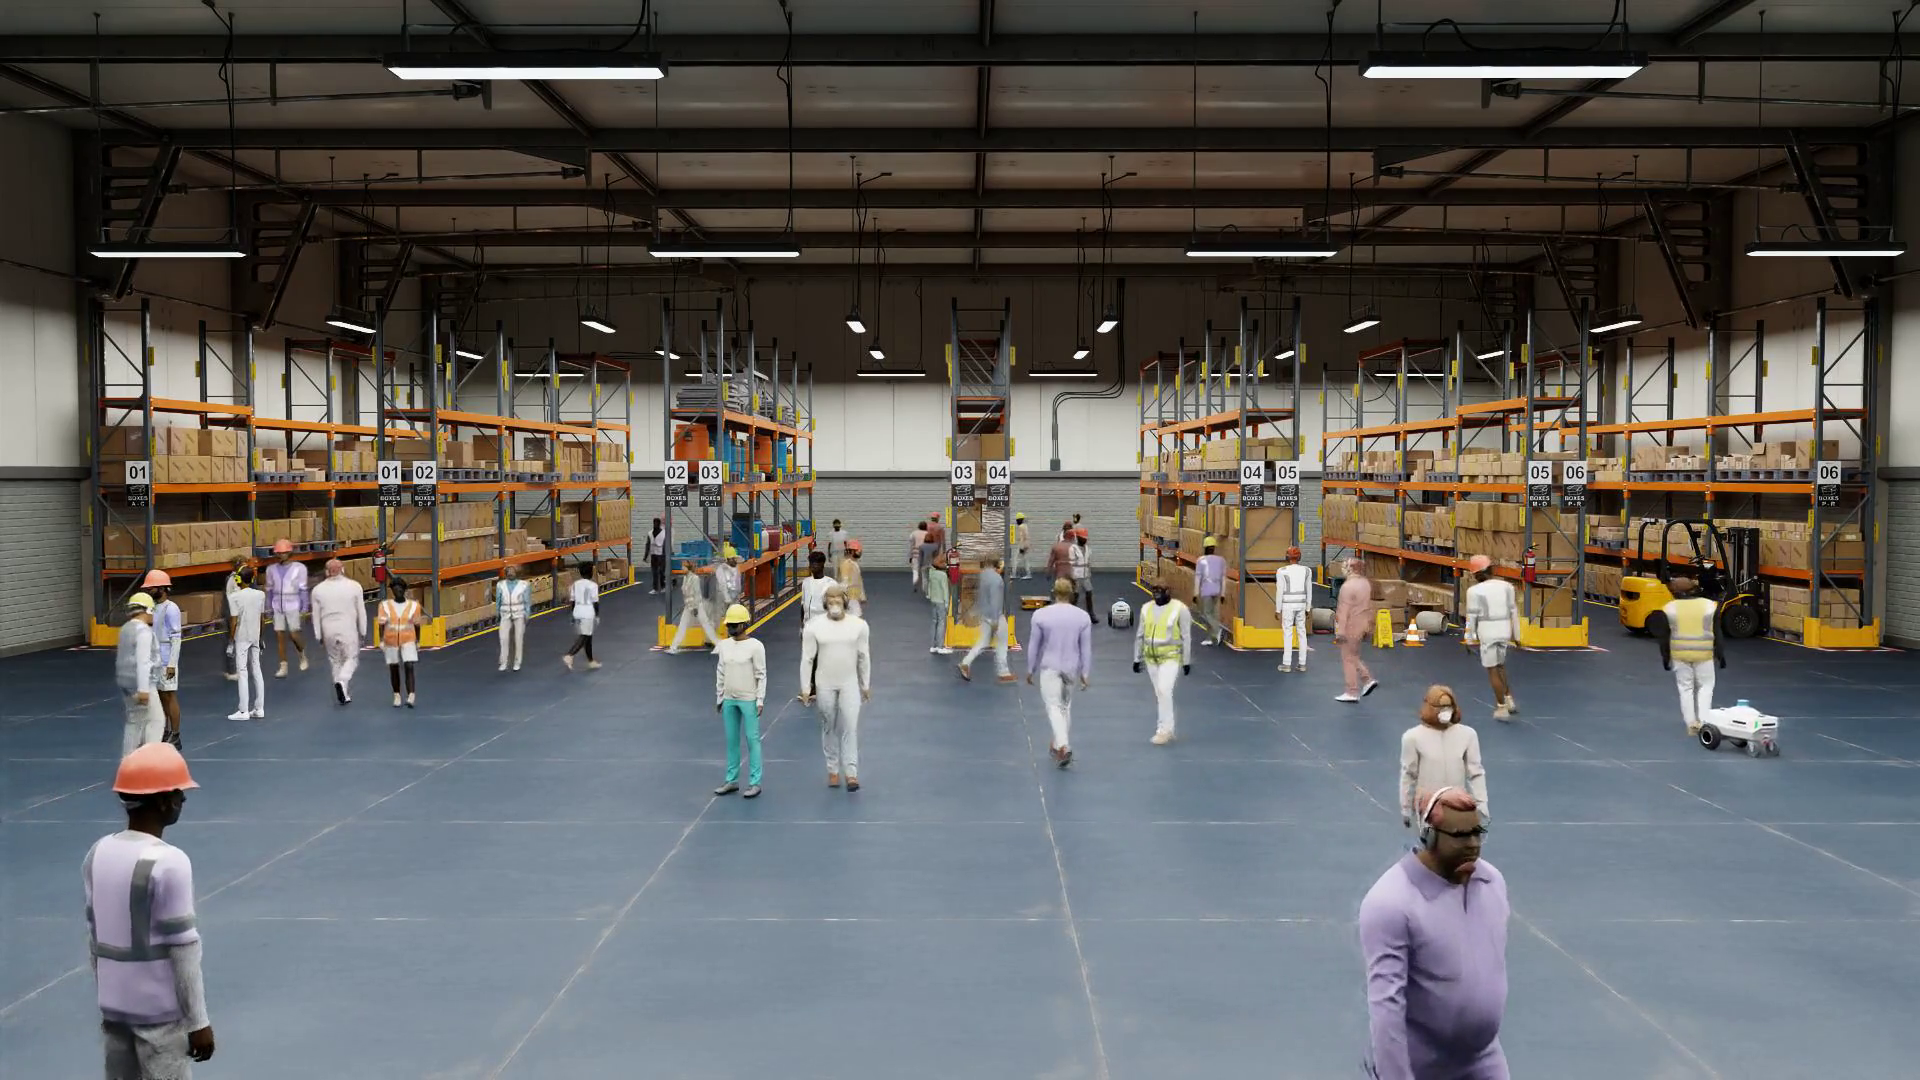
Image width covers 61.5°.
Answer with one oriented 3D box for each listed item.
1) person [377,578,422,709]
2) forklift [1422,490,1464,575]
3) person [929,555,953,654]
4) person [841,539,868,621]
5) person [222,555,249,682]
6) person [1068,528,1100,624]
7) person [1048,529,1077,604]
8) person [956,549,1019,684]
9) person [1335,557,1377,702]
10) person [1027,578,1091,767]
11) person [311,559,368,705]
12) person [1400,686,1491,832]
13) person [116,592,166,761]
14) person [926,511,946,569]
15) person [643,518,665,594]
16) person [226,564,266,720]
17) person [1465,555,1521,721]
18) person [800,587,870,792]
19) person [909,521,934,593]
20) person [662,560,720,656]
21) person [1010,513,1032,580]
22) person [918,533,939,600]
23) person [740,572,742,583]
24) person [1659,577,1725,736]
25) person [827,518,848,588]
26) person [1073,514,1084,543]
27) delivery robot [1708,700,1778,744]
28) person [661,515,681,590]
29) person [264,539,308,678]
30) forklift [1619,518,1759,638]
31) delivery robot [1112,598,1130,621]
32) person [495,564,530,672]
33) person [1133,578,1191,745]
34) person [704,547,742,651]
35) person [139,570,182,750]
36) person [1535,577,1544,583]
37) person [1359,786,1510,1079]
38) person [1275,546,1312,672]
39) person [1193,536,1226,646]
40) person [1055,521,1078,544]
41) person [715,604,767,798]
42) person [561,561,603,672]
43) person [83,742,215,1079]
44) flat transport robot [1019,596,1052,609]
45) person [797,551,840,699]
[{"bbox_3d":[-7.060,1.312,20.331,0.527,1.643,0.866,-1,2,-16],"label":"person"},{"bbox_3d":[13.926,-0.371,47.846,1.873,2.768,1.129,0,2,0],"label":"forklift"},{"bbox_3d":[-0.336,1.061,26.778,0.267,1.630,0.508,-1,3,-33],"label":"person"},{"bbox_3d":[-1.719,0.939,26.244,0.435,1.916,0.546,0,2,8],"label":"person"},{"bbox_3d":[-10.479,1.116,23.364,0.370,1.811,0.718,-1,3,-29],"label":"person"},{"bbox_3d":[2.427,0.732,31.855,0.569,1.915,0.516,-1,3,-32],"label":"person"},{"bbox_3d":[2.163,0.703,33.052,0.677,1.864,0.934,0,2,2],"label":"person"},{"bbox_3d":[0.398,1.081,22.840,0.847,1.913,0.637,-1,2,-19],"label":"person"},{"bbox_3d":[5.106,1.162,21.044,0.443,1.893,0.651,2,3,34],"label":"person"},{"bbox_3d":[1.038,1.337,16.501,0.639,1.911,0.938,-1,2,-14],"label":"person"},{"bbox_3d":[-7.933,1.180,20.628,0.673,1.883,0.621,0,2,-5],"label":"person"},{"bbox_3d":[3.115,1.731,10.420,0.506,1.585,0.849,0,2,-8],"label":"person"},{"bbox_3d":[-8.035,1.415,15.818,0.638,1.796,0.444,2,3,43],"label":"person"},{"bbox_3d":[-0.651,0.209,43.950,0.628,1.971,0.617,1,3,28],"label":"person"},{"bbox_3d":[-7.539,0.390,40.199,0.619,1.907,0.458,1,3,27],"label":"person"},{"bbox_3d":[-8.632,1.231,19.515,0.328,1.873,0.509,1,3,27],"label":"person"},{"bbox_3d":[6.384,1.173,19.398,0.675,1.993,0.526,-1,2,-15],"label":"person"},{"bbox_3d":[-1.154,1.394,15.030,0.663,1.894,0.966,0,2,-7],"label":"person"},{"bbox_3d":[-0.959,0.426,40.327,0.647,1.828,0.570,0,2,8],"label":"person"},{"bbox_3d":[-4.355,1.104,26.437,0.973,1.572,0.528,-2,3,-34],"label":"person"},{"bbox_3d":[1.646,0.176,45.773,0.869,1.890,0.611,1,2,14],"label":"person"},{"bbox_3d":[-0.735,0.620,38.308,0.512,1.596,0.820,0,2,8],"label":"person"},{"bbox_3d":[-5.615,0.367,42.014,0.602,1.809,0.700,0,2,-1],"label":"person"},{"bbox_3d":[8.280,1.319,18.267,0.676,1.811,0.515,1,3,25],"label":"person"},{"bbox_3d":[-3.135,0.371,41.395,0.545,1.852,0.446,0,2,-5],"label":"person"},{"bbox_3d":[3.368,0.150,47.291,0.956,1.818,0.554,1,3,32],"label":"person"},{"bbox_3d":[8.331,1.946,17.190,0.477,0.478,0.707,-1,2,-20],"label":"delivery robot"},{"bbox_3d":[-7.500,0.321,41.384,0.598,1.953,0.662,1,3,32],"label":"person"},{"bbox_3d":[-9.854,0.991,23.625,0.624,2.031,0.500,0,2,3],"label":"person"},{"bbox_3d":[13.417,0.684,29.791,2.313,2.155,1.214,0,2,0],"label":"forklift"},{"bbox_3d":[3.140,1.378,31.503,0.477,0.478,0.707,0,2,5],"label":"delivery robot"},{"bbox_3d":[-6.697,1.171,24.094,0.546,1.606,0.745,0,2,-2],"label":"person"},{"bbox_3d":[2.162,1.327,17.738,0.648,1.812,0.762,2,3,42],"label":"person"},{"bbox_3d":[-3.889,0.991,26.980,0.994,1.776,0.581,1,3,32],"label":"person"},{"bbox_3d":[-8.563,1.287,17.275,0.552,1.935,0.360,2,3,39],"label":"person"},{"bbox_3d":[13.002,0.625,36.480,0.320,1.737,0.483,-1,3,-27],"label":"person"},{"bbox_3d":[1.715,1.789,5.556,0.679,1.854,0.979,-1,2,-24],"label":"person"},{"bbox_3d":[5.015,1.035,24.293,0.582,1.882,0.351,-1,2,-14],"label":"person"},{"bbox_3d":[4.345,0.890,27.746,0.594,1.909,0.727,-1,3,-28],"label":"person"},{"bbox_3d":[2.580,0.464,39.203,0.609,1.826,0.985,0,2,11],"label":"person"},{"bbox_3d":[-2.028,1.469,14.833,0.533,1.765,0.329,1,3,29],"label":"person"},{"bbox_3d":[-5.683,1.145,24.233,0.538,1.670,0.773,2,3,39],"label":"person"},{"bbox_3d":[-3.040,1.731,6.094,0.550,1.936,0.375,1,3,31],"label":"person"},{"bbox_3d":[1.681,1.386,35.977,0.652,0.197,1.431,0,2,-1],"label":"flat transport robot"},{"bbox_3d":[-1.862,1.119,21.146,0.605,1.966,0.367,1,3,33],"label":"person"}]
